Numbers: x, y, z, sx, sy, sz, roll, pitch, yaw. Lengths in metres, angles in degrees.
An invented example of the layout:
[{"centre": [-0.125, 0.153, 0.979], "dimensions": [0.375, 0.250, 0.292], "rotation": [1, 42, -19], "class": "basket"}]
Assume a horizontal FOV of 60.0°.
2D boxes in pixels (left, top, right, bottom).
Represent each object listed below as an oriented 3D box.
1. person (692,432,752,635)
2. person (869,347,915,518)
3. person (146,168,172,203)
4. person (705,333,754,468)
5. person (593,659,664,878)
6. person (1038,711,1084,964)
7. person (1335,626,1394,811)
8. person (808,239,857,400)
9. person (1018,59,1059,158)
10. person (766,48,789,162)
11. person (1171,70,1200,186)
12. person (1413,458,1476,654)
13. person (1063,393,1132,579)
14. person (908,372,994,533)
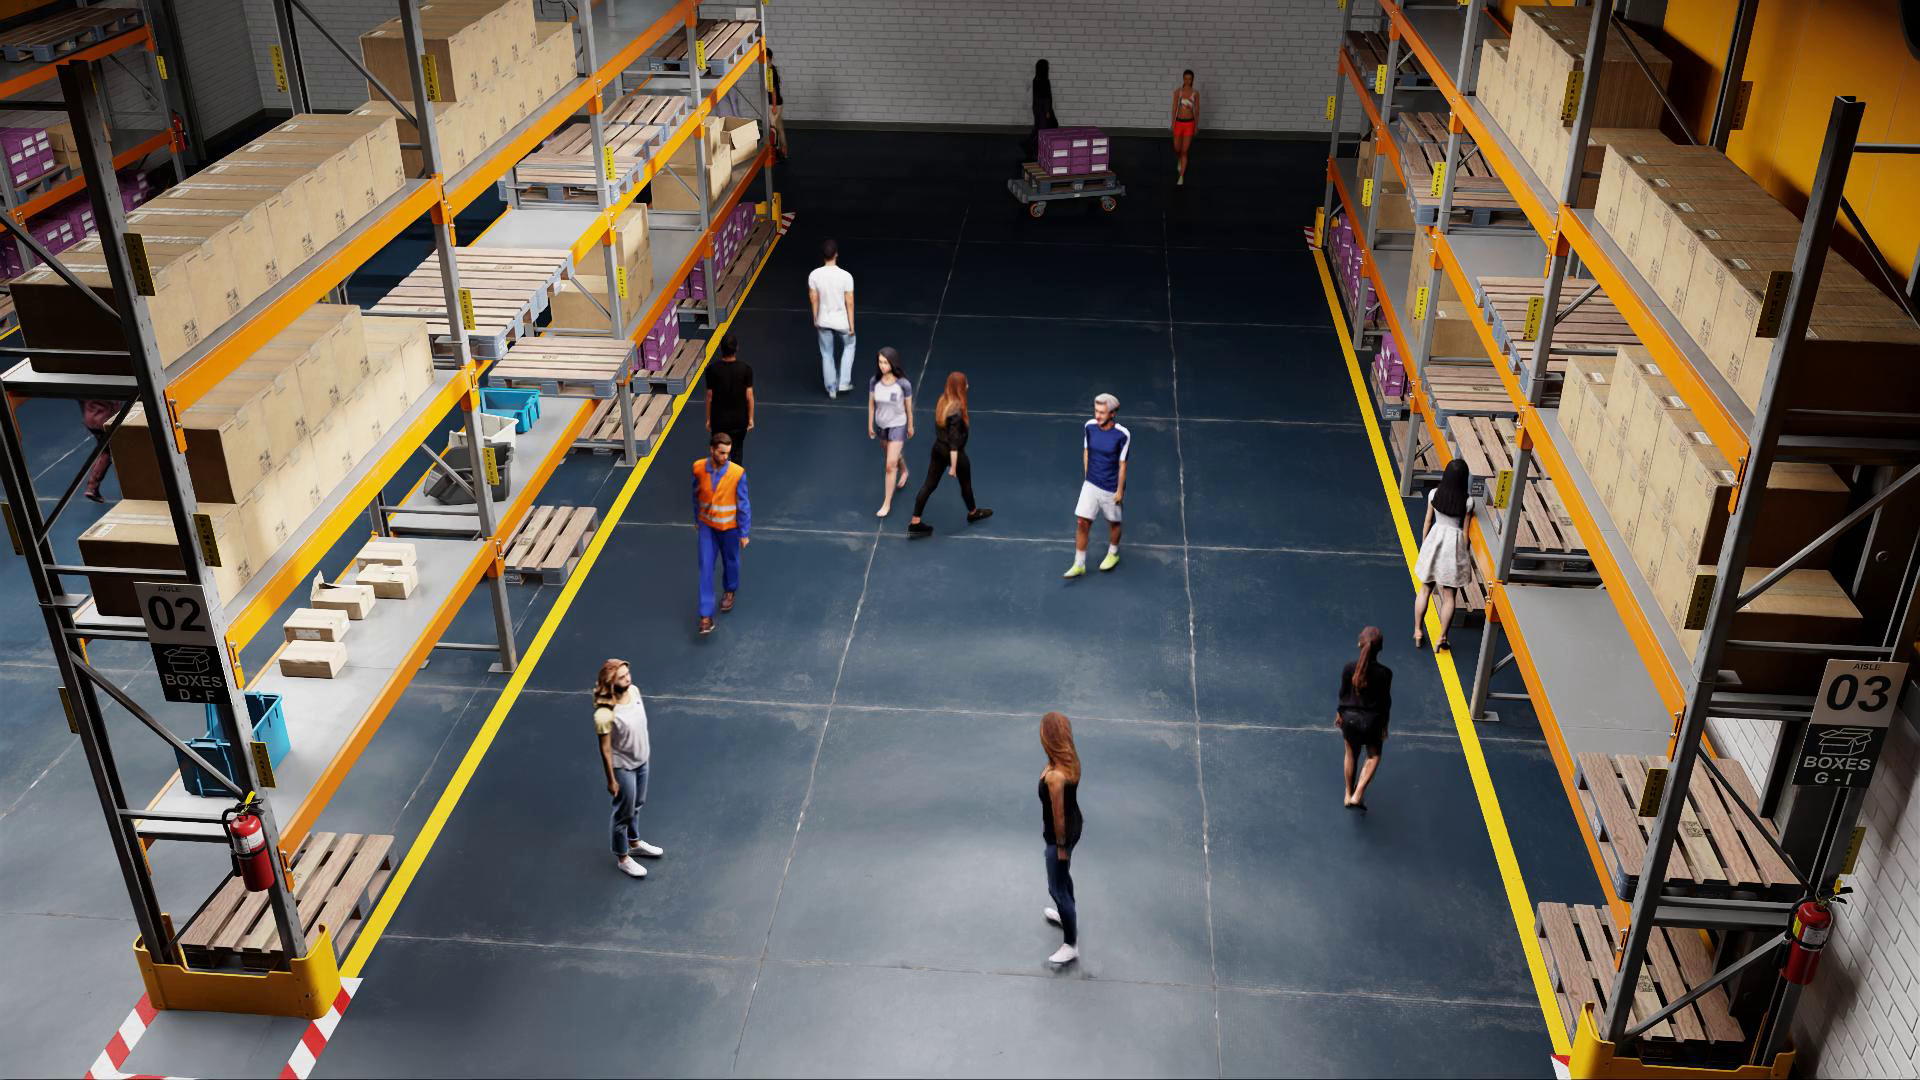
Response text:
[{"centre": [-2.085, -0.148, 14.609], "dimensions": [0.685, 1.811, 1.080], "rotation": [4, 29, 7], "class": "person"}, {"centre": [-0.655, -1.152, 16.610], "dimensions": [0.855, 1.657, 1.197], "rotation": [12, 31, 20], "class": "person"}, {"centre": [-10.457, -4.011, 21.834], "dimensions": [0.873, 1.675, 0.801], "rotation": [-15, 32, -25], "class": "person"}, {"centre": [-2.278, -1.176, 16.568], "dimensions": [0.835, 1.740, 0.969], "rotation": [-9, 30, -15], "class": "person"}, {"centre": [-2.327, 1.559, 11.572], "dimensions": [0.741, 1.722, 0.566], "rotation": [9, 30, 17], "class": "person"}, {"centre": [0.693, 1.948, 10.901], "dimensions": [0.878, 1.682, 0.505], "rotation": [-2, 29, -3], "class": "person"}, {"centre": [2.933, 1.342, 12.149], "dimensions": [0.672, 1.551, 0.773], "rotation": [12, 31, 21], "class": "person"}, {"centre": [-1.440, -2.454, 18.789], "dimensions": [0.687, 1.856, 0.622], "rotation": [4, 29, 8], "class": "person"}, {"centre": [1.322, -7.191, 27.745], "dimensions": [0.907, 1.595, 1.045], "rotation": [-8, 30, -14], "class": "person"}, {"centre": [-3.045, -7.208, 27.520], "dimensions": [0.826, 1.840, 0.730], "rotation": [-5, 29, -9], "class": "person"}, {"centre": [3.581, -6.591, 26.457], "dimensions": [0.661, 1.776, 0.962], "rotation": [6, 29, 11], "class": "person"}, {"centre": [4.122, 0.129, 14.145], "dimensions": [0.773, 1.769, 0.793], "rotation": [18, 33, 29], "class": "person"}, {"centre": [1.385, -0.540, 15.325], "dimensions": [0.863, 1.813, 1.024], "rotation": [15, 32, 25], "class": "person"}, {"centre": [-0.202, -0.804, 15.969], "dimensions": [1.079, 1.661, 1.158], "rotation": [-14, 32, -24], "class": "person"}]
